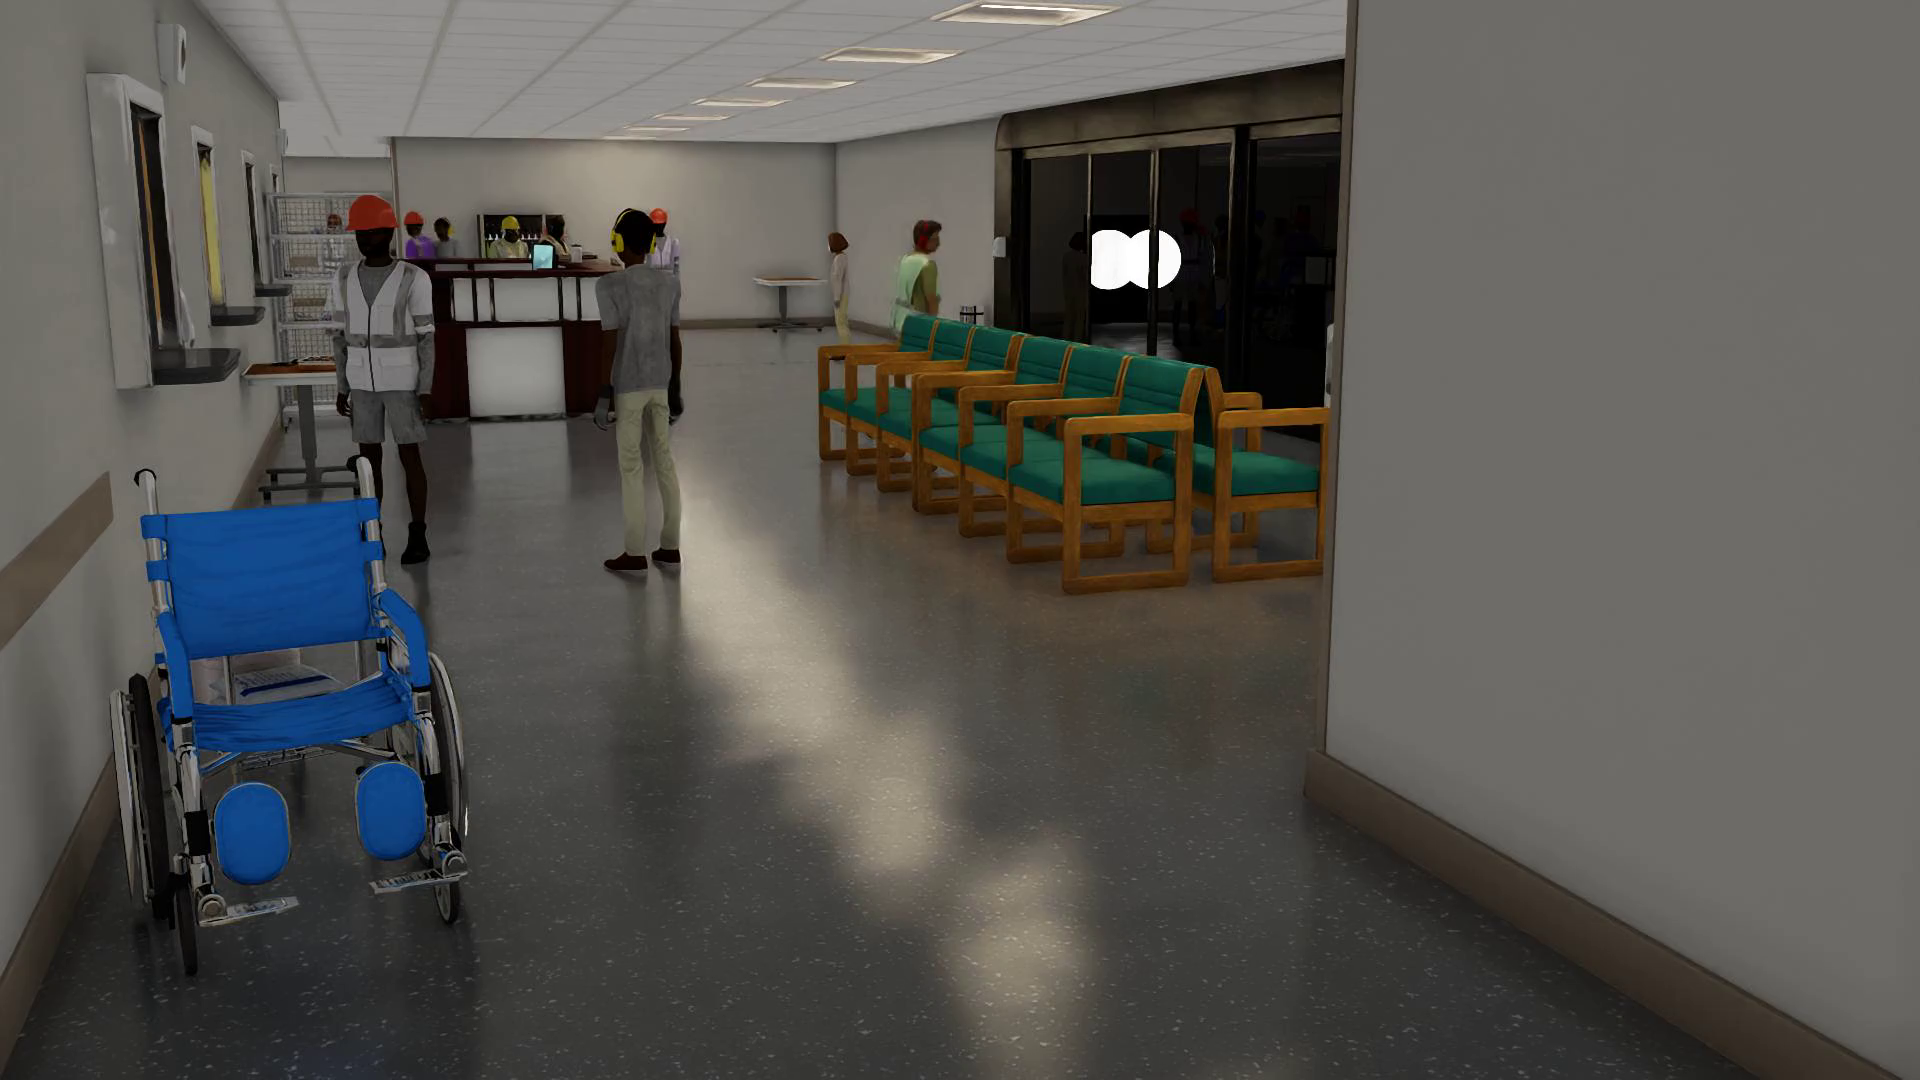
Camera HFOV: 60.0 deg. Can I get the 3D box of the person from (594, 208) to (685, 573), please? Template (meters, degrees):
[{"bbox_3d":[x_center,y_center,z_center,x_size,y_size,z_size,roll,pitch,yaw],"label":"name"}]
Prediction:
[{"bbox_3d":[-1.663,-0.764,8.605,0.323,1.871,0.528,11,15,44],"label":"person"}]

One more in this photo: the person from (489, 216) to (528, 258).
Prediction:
[{"bbox_3d":[-5.967,-3.391,22.178,0.404,1.832,0.592,9,14,38],"label":"person"}]

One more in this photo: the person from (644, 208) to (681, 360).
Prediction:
[{"bbox_3d":[-3.812,-3.241,21.151,0.547,1.934,0.375,-5,12,-22],"label":"person"}]

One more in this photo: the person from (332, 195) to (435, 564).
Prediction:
[{"bbox_3d":[-3.043,-0.832,8.777,0.542,1.939,0.364,1,11,5],"label":"person"}]

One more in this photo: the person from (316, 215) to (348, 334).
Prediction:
[{"bbox_3d":[-9.776,-4.149,25.978,0.394,1.871,0.633,5,12,22],"label":"person"}]

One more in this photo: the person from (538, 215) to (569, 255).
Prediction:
[{"bbox_3d":[-5.259,-3.301,21.706,0.430,1.841,0.624,1,11,5],"label":"person"}]

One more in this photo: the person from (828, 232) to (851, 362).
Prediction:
[{"bbox_3d":[-1.538,-3.098,21.222,0.285,1.627,0.504,0,11,2],"label":"person"}]
